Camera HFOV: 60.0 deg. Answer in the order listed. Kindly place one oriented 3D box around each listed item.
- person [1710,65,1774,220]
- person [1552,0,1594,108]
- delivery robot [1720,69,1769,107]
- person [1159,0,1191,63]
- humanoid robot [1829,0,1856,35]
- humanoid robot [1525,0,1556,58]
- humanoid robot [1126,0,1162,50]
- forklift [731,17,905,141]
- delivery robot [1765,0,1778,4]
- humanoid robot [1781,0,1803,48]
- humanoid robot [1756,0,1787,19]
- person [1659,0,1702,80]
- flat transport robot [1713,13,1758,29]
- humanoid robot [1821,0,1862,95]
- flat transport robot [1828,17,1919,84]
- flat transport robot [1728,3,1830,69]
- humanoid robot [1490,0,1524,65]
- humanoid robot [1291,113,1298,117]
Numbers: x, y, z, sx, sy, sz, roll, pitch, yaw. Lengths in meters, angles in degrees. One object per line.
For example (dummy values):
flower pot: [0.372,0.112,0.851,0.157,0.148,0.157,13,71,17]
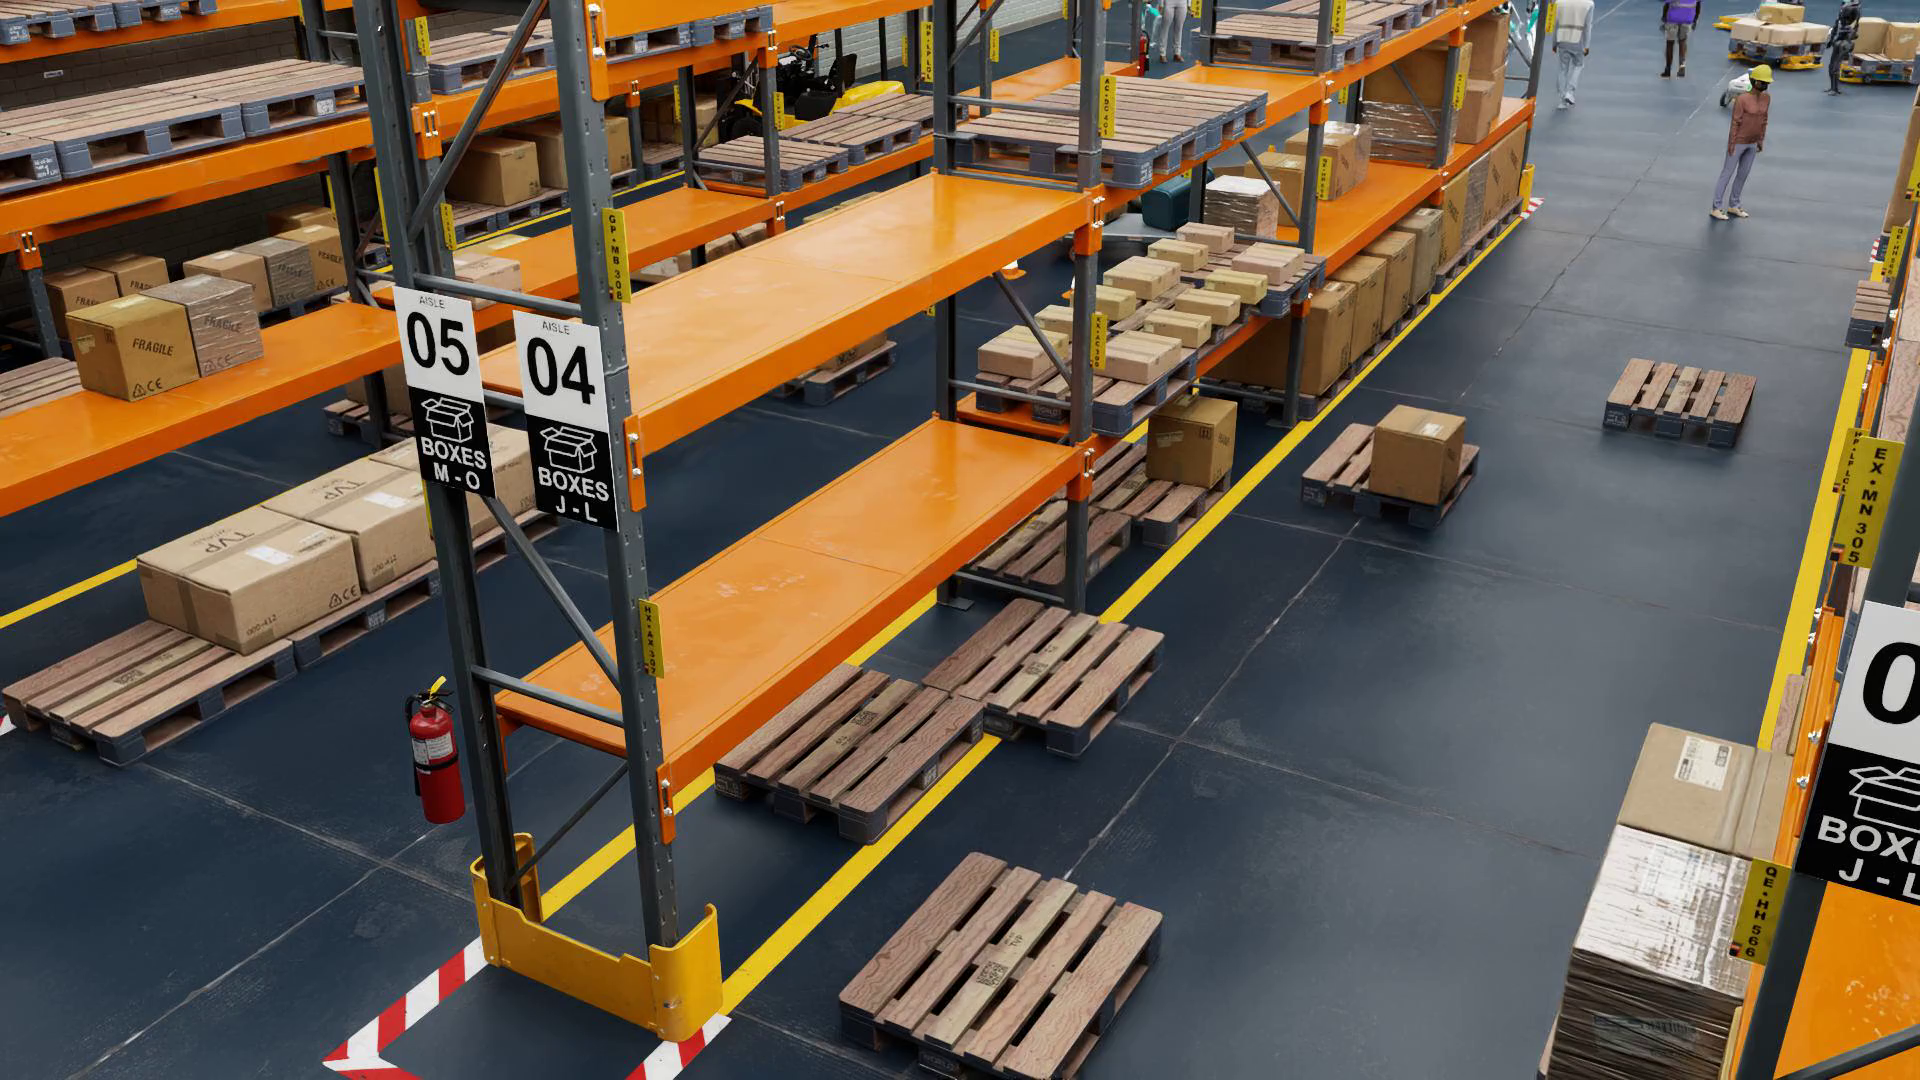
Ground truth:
person: [9.042,-4.568,19.121,0.521,1.759,0.338,-11,28,-22]
person: [9.169,-7.470,24.983,0.615,1.894,0.471,17,31,31]
delivery robot: [11.927,-6.826,25.180,0.774,0.581,0.499,-22,33,-38]
person: [3.691,-9.190,28.515,0.628,1.940,0.378,-6,26,-11]
humanoid robot: [16.654,-10.373,31.138,0.678,1.753,0.547,6,26,13]
humanoid robot: [10.005,-9.263,28.925,0.568,1.797,0.816,-4,26,-8]
humanoid robot: [3.361,-9.697,29.843,0.870,1.784,0.534,-23,34,-39]
forklift: [-1.819,-5.975,21.543,2.313,2.155,1.214,14,29,26]
delivery robot: [16.491,-10.761,33.392,0.814,0.611,0.499,-16,30,-29]
humanoid robot: [14.536,-9.343,29.145,0.602,1.643,0.534,-21,33,-37]
humanoid robot: [14.841,-9.826,30.083,0.555,1.741,1.005,-18,31,-33]
person: [11.675,-8.469,26.993,0.622,1.951,0.450,1,26,2]
flat transport robot: [15.315,-9.997,32.114,1.431,0.231,0.659,-13,28,-24]
humanoid robot: [13.757,-7.809,25.933,0.359,1.646,0.600,-2,26,-4]
flat transport robot: [15.051,-7.619,27.173,1.431,0.231,0.659,2,26,5]
flat transport robot: [13.969,-8.287,28.561,0.659,0.231,1.431,-11,28,-22]
humanoid robot: [9.242,-8.842,28.035,0.534,1.789,0.763,-18,31,-33]
humanoid robot: [4.743,-6.990,24.242,0.600,1.637,0.403,-1,26,-3]
